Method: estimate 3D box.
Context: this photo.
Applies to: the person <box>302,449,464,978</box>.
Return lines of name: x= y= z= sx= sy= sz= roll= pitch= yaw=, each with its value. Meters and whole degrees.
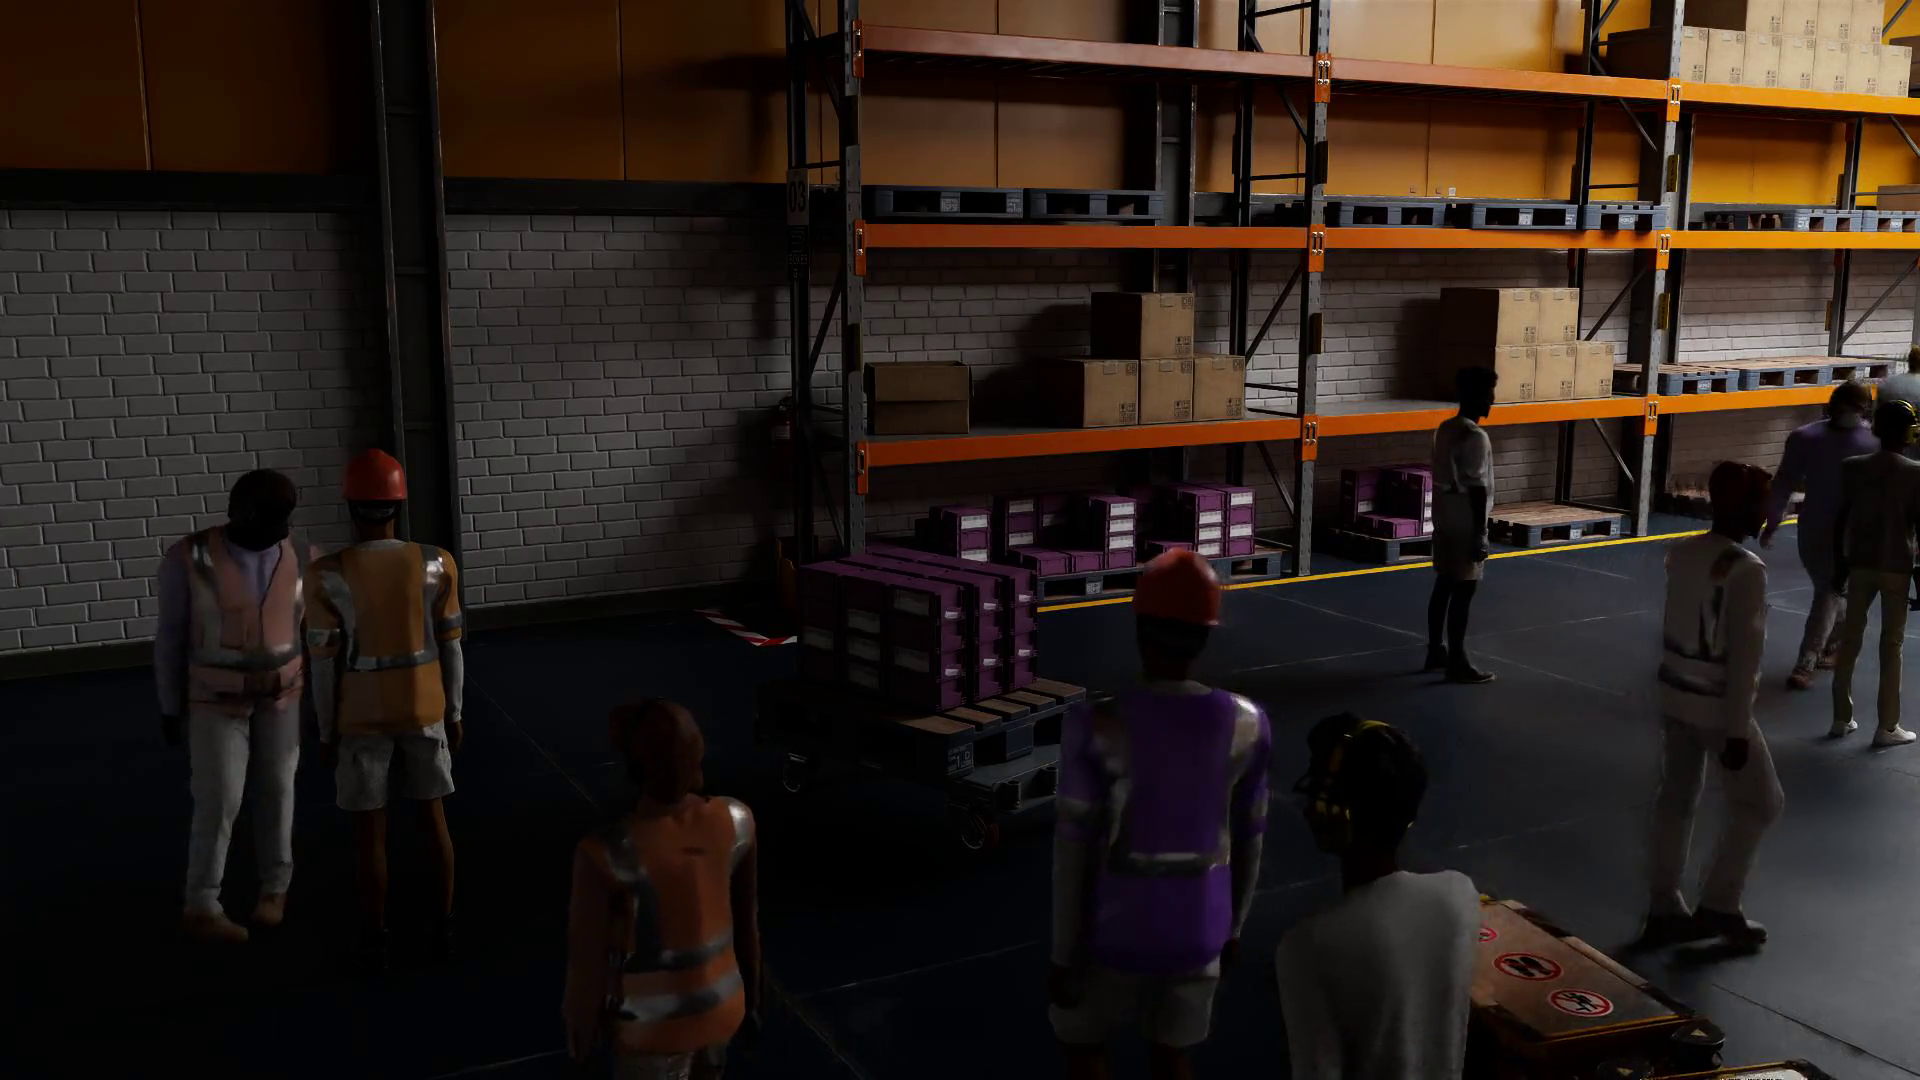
person: x=-2.095 y=0.633 z=6.097 sx=0.544 sy=1.939 sz=0.354 roll=-6 pitch=11 yaw=-30

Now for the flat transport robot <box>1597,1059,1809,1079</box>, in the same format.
flat transport robot: x=2.350 y=1.761 z=4.395 sx=0.652 sy=0.197 sz=1.431 roll=-2 pitch=10 yaw=-13

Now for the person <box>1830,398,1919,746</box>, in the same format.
person: x=4.961 y=0.170 z=8.956 sx=0.328 sy=1.872 sz=0.514 roll=-8 pitch=13 yaw=-38

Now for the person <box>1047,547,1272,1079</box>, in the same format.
person: x=0.489 y=0.969 z=4.217 sx=0.568 sy=1.914 sz=0.410 roll=-2 pitch=10 yaw=-11

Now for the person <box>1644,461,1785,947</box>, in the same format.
person: x=2.889 y=0.631 z=6.296 sx=0.550 sy=1.868 sz=0.605 roll=-1 pitch=10 yaw=-8

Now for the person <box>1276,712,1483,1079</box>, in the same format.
person: x=0.772 y=1.215 z=3.111 sx=0.518 sy=1.823 sz=0.994 roll=-5 pitch=11 yaw=-27

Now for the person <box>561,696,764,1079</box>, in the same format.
person: x=-0.646 y=1.173 z=3.934 sx=0.765 sy=1.611 sz=0.522 roll=9 pitch=14 yaw=43

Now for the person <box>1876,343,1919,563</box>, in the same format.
person: x=7.899 y=-0.712 z=13.986 sx=0.979 sy=1.900 sz=0.634 roll=-5 pitch=11 yaw=-25

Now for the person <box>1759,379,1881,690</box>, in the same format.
person: x=5.370 y=-0.056 z=10.257 sx=1.011 sy=1.883 sz=0.653 roll=-9 pitch=13 yaw=-41

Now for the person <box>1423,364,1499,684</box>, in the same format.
person: x=3.105 y=-0.104 z=10.258 sx=0.368 sy=1.961 sz=0.613 roll=-1 pitch=10 yaw=-8

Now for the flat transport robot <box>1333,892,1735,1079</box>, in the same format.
flat transport robot: x=1.894 y=1.528 z=5.736 sx=0.652 sy=0.197 sz=1.431 roll=-3 pitch=10 yaw=-16

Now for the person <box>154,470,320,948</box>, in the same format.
person: x=-2.774 y=0.636 z=6.484 sx=0.662 sy=1.824 sz=0.453 roll=-10 pitch=14 yaw=-44
